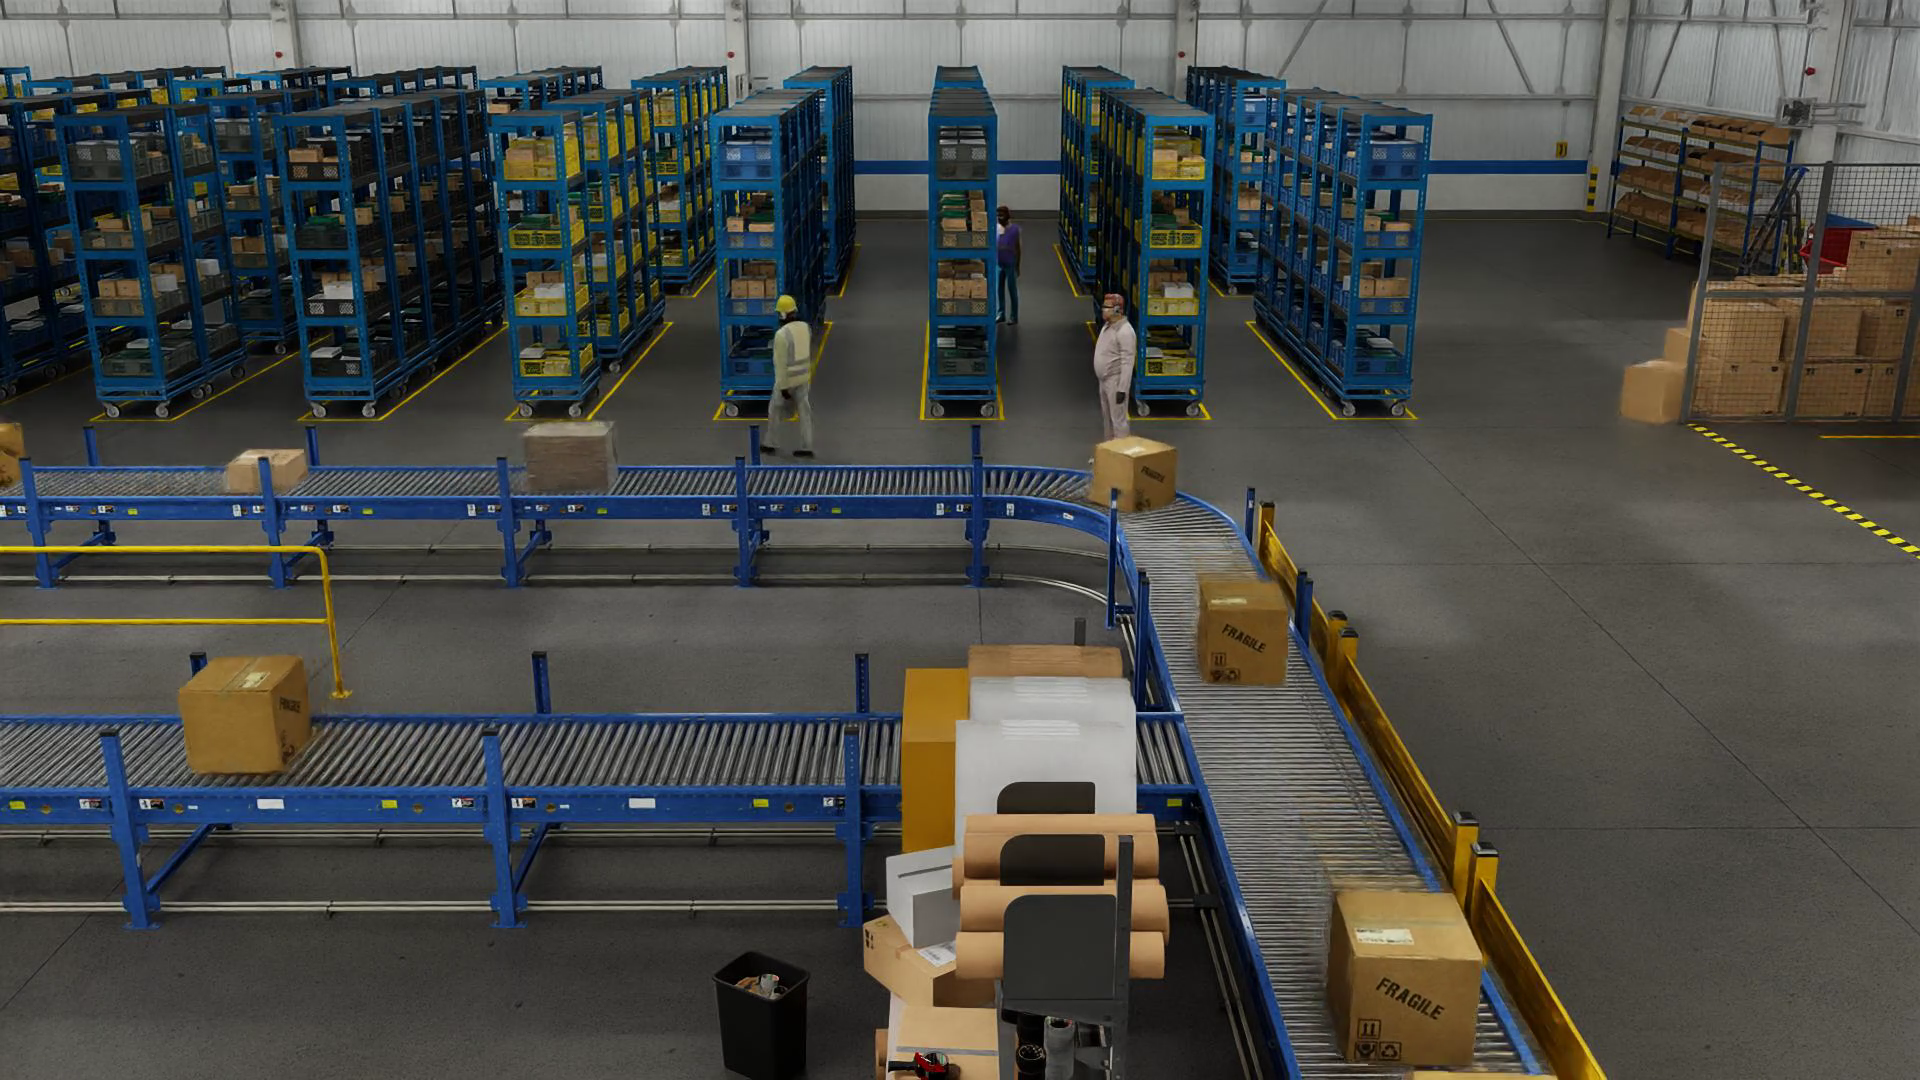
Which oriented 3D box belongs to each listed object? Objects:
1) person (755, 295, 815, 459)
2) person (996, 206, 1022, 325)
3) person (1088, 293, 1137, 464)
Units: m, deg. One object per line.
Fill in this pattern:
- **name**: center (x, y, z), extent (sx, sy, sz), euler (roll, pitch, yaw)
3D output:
- **person**: center (-1.933, -1.794, 18.244), extent (0.801, 1.804, 0.601), euler (13, 22, 36)
- **person**: center (0.701, -4.271, 25.840), extent (0.569, 1.831, 0.411), euler (11, 21, 30)
- **person**: center (1.617, -1.676, 17.715), extent (0.406, 1.911, 0.637), euler (-5, 19, -15)
